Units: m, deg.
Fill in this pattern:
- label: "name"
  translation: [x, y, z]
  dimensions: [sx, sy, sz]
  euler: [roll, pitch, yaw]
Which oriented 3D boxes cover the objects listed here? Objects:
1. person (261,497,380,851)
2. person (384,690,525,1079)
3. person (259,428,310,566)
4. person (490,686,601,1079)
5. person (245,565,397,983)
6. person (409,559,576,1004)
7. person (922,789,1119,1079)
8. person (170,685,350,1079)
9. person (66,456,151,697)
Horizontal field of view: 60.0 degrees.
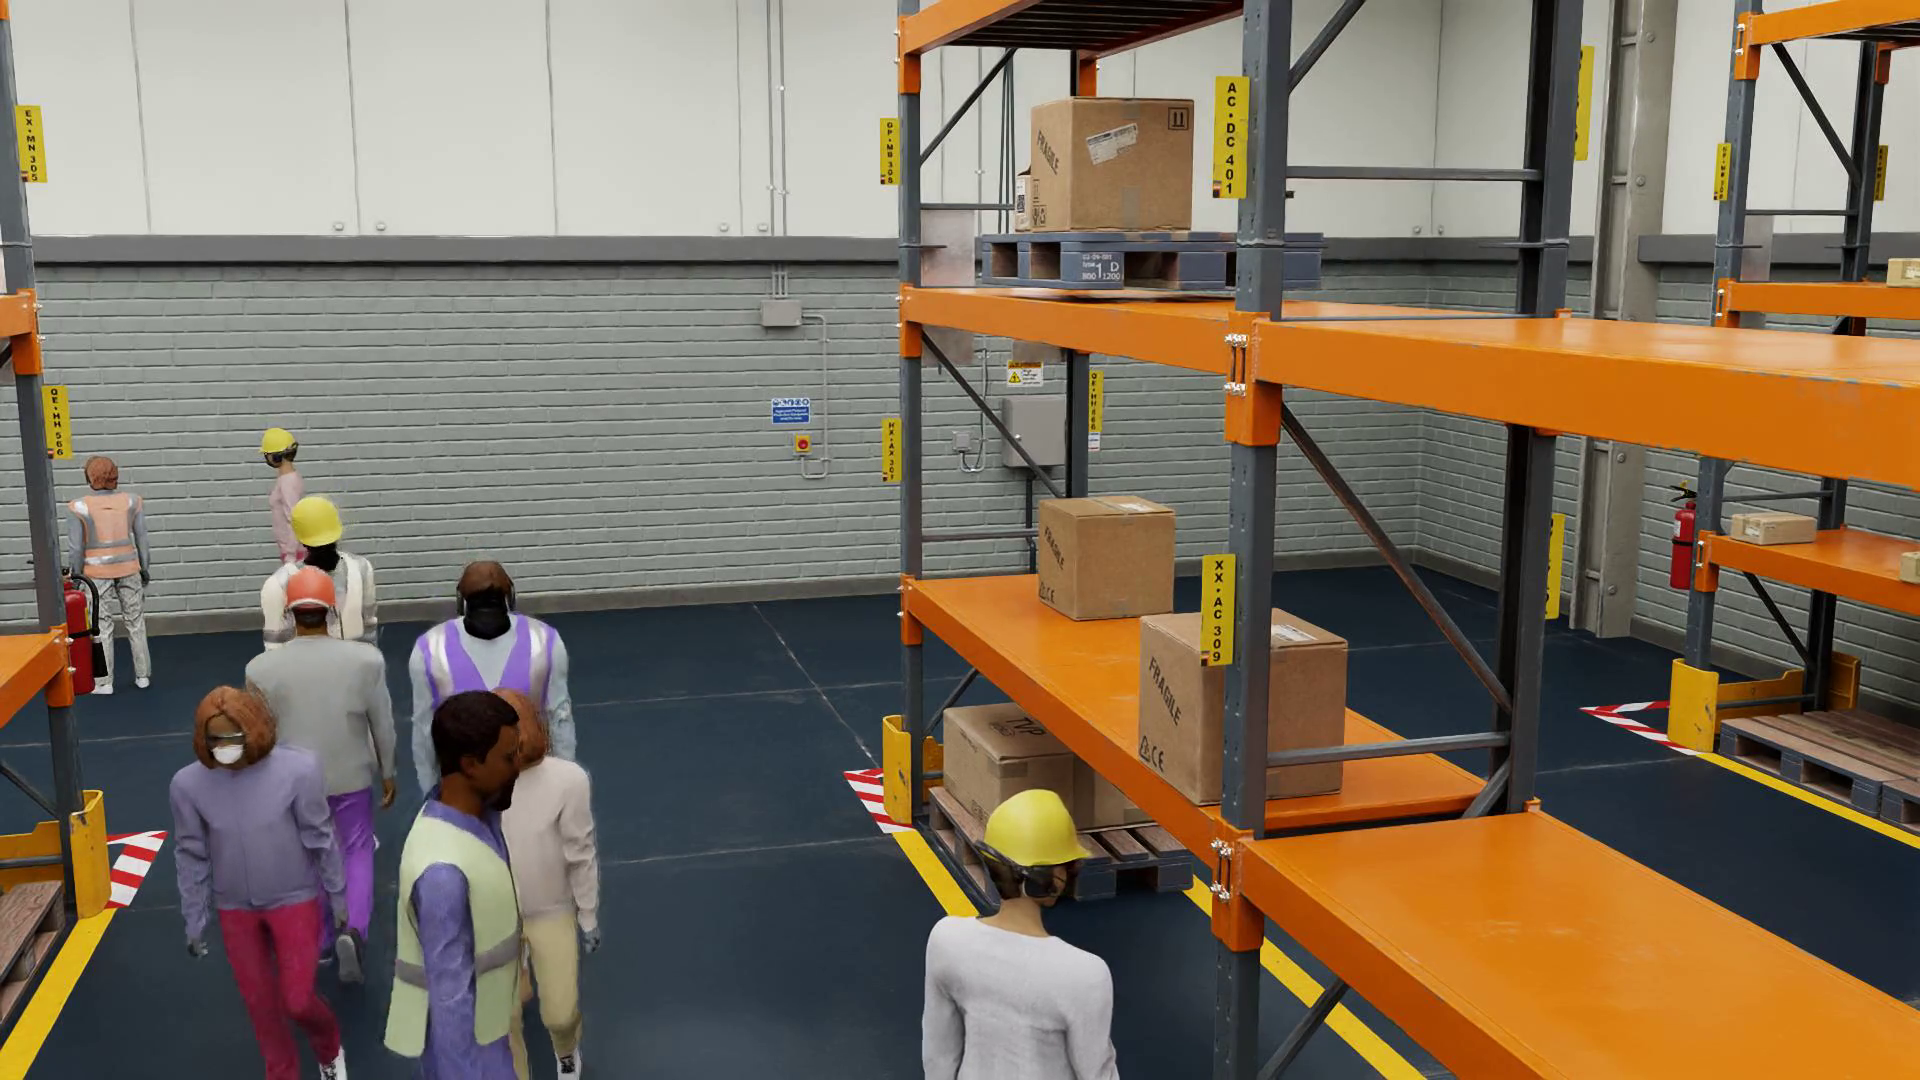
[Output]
- label: "person"
  translation: [-3.046, 0.708, 7.988]
  dimensions: [0.574, 1.892, 0.624]
  euler: [8, 12, 37]
- label: "person"
  translation: [-1.358, 1.324, 4.452]
  dimensions: [0.773, 1.896, 0.610]
  euler: [-2, 10, -10]
- label: "person"
  translation: [-4.802, 0.077, 11.924]
  dimensions: [0.329, 1.765, 0.526]
  euler: [-4, 11, -20]
- label: "person"
  translation: [-1.459, 1.257, 5.590]
  dimensions: [0.518, 1.618, 0.502]
  euler: [-1, 10, -4]
- label: "person"
  translation: [-2.625, 0.975, 6.872]
  dimensions: [0.581, 1.734, 0.672]
  euler: [-3, 11, -19]
- label: "person"
  translation: [-1.852, 0.972, 6.663]
  dimensions: [0.628, 1.829, 0.438]
  euler: [-4, 11, -20]
- label: "person"
  translation: [0.150, 1.464, 4.019]
  dimensions: [0.526, 1.765, 0.329]
  euler: [7, 12, 34]
- label: "person"
  translation: [-2.356, 1.254, 5.627]
  dimensions: [0.534, 1.608, 0.386]
  euler: [-1, 10, -3]
- label: "person"
  translation: [-5.777, 0.244, 11.321]
  dimensions: [0.306, 1.640, 0.522]
  euler: [10, 14, 44]
